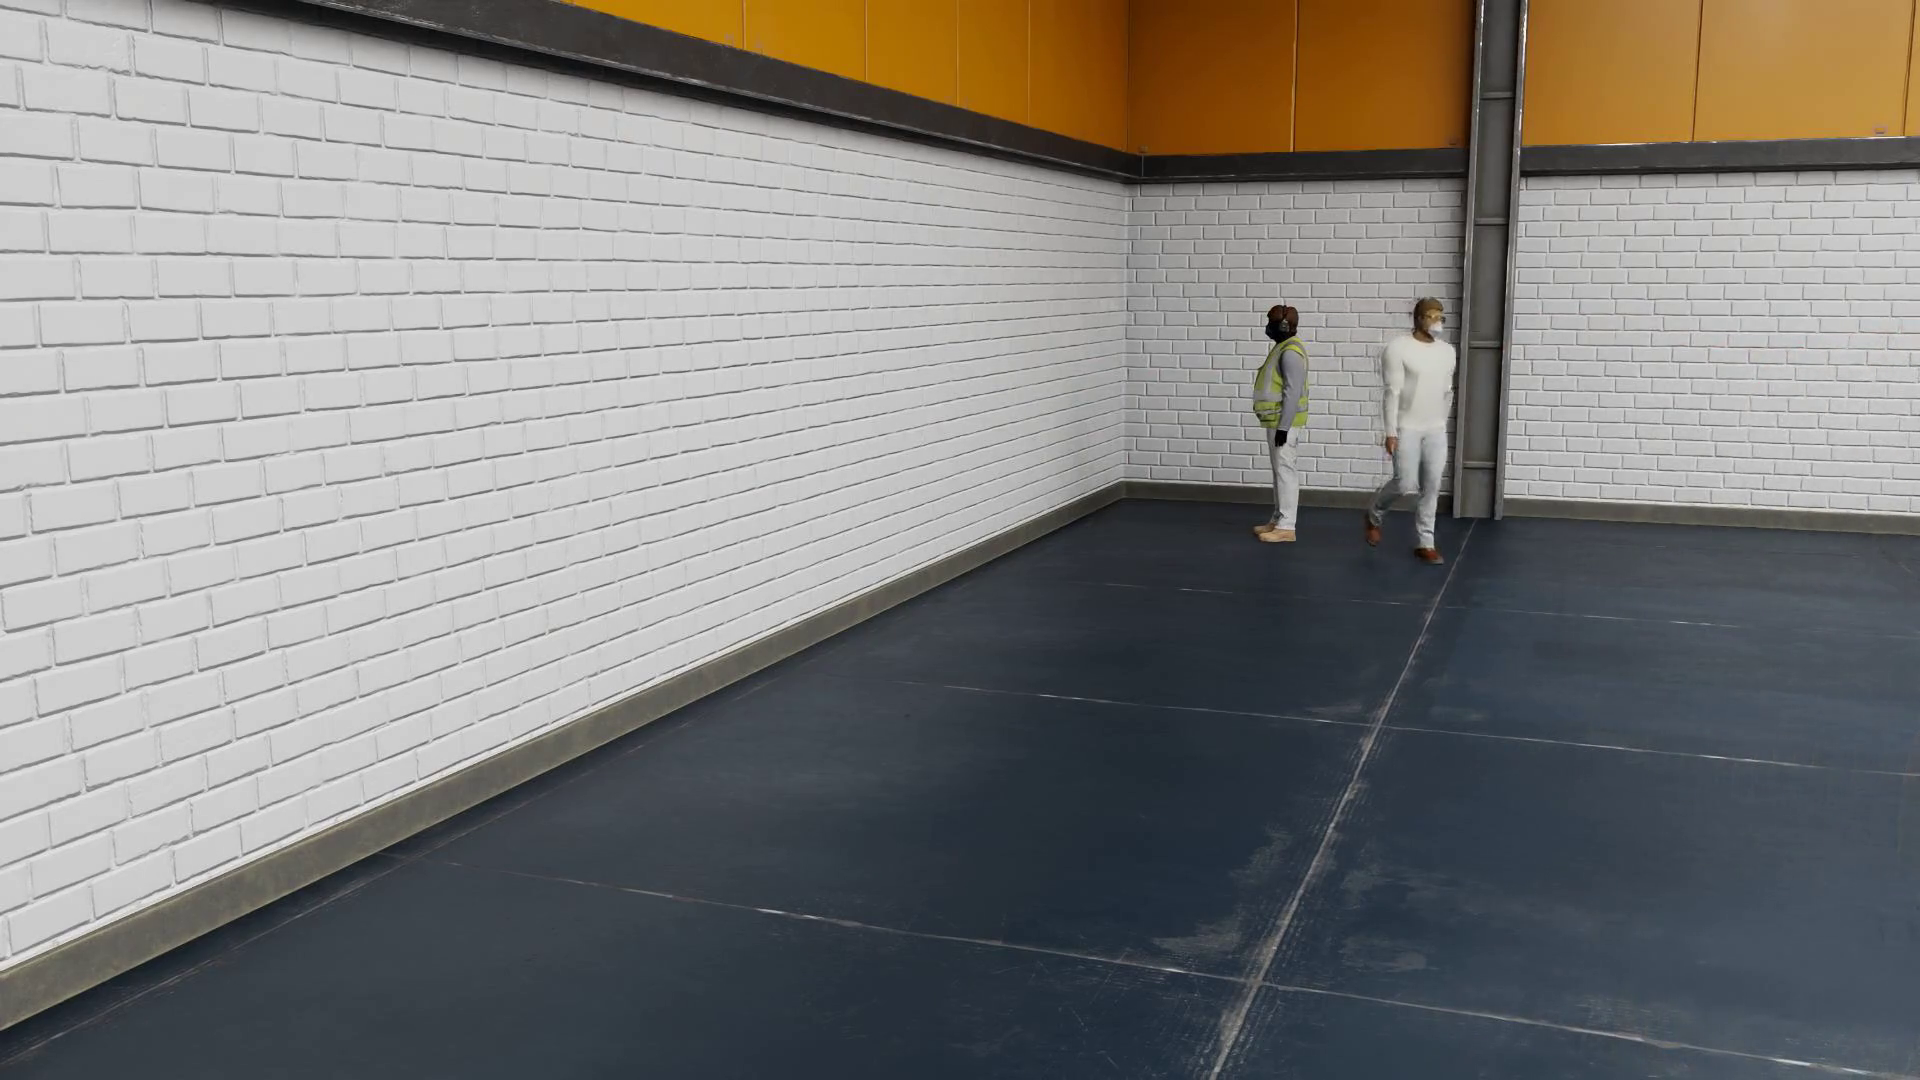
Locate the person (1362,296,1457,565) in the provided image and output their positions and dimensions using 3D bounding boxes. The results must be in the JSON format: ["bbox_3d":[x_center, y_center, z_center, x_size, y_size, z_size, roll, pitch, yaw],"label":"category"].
[{"bbox_3d":[3.272,-0.799,12.044,0.632,1.923,0.672,-3,10,-20],"label":"person"}]

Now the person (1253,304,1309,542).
[{"bbox_3d":[2.497,-0.908,12.981,0.429,1.845,0.621,1,9,6],"label":"person"}]
